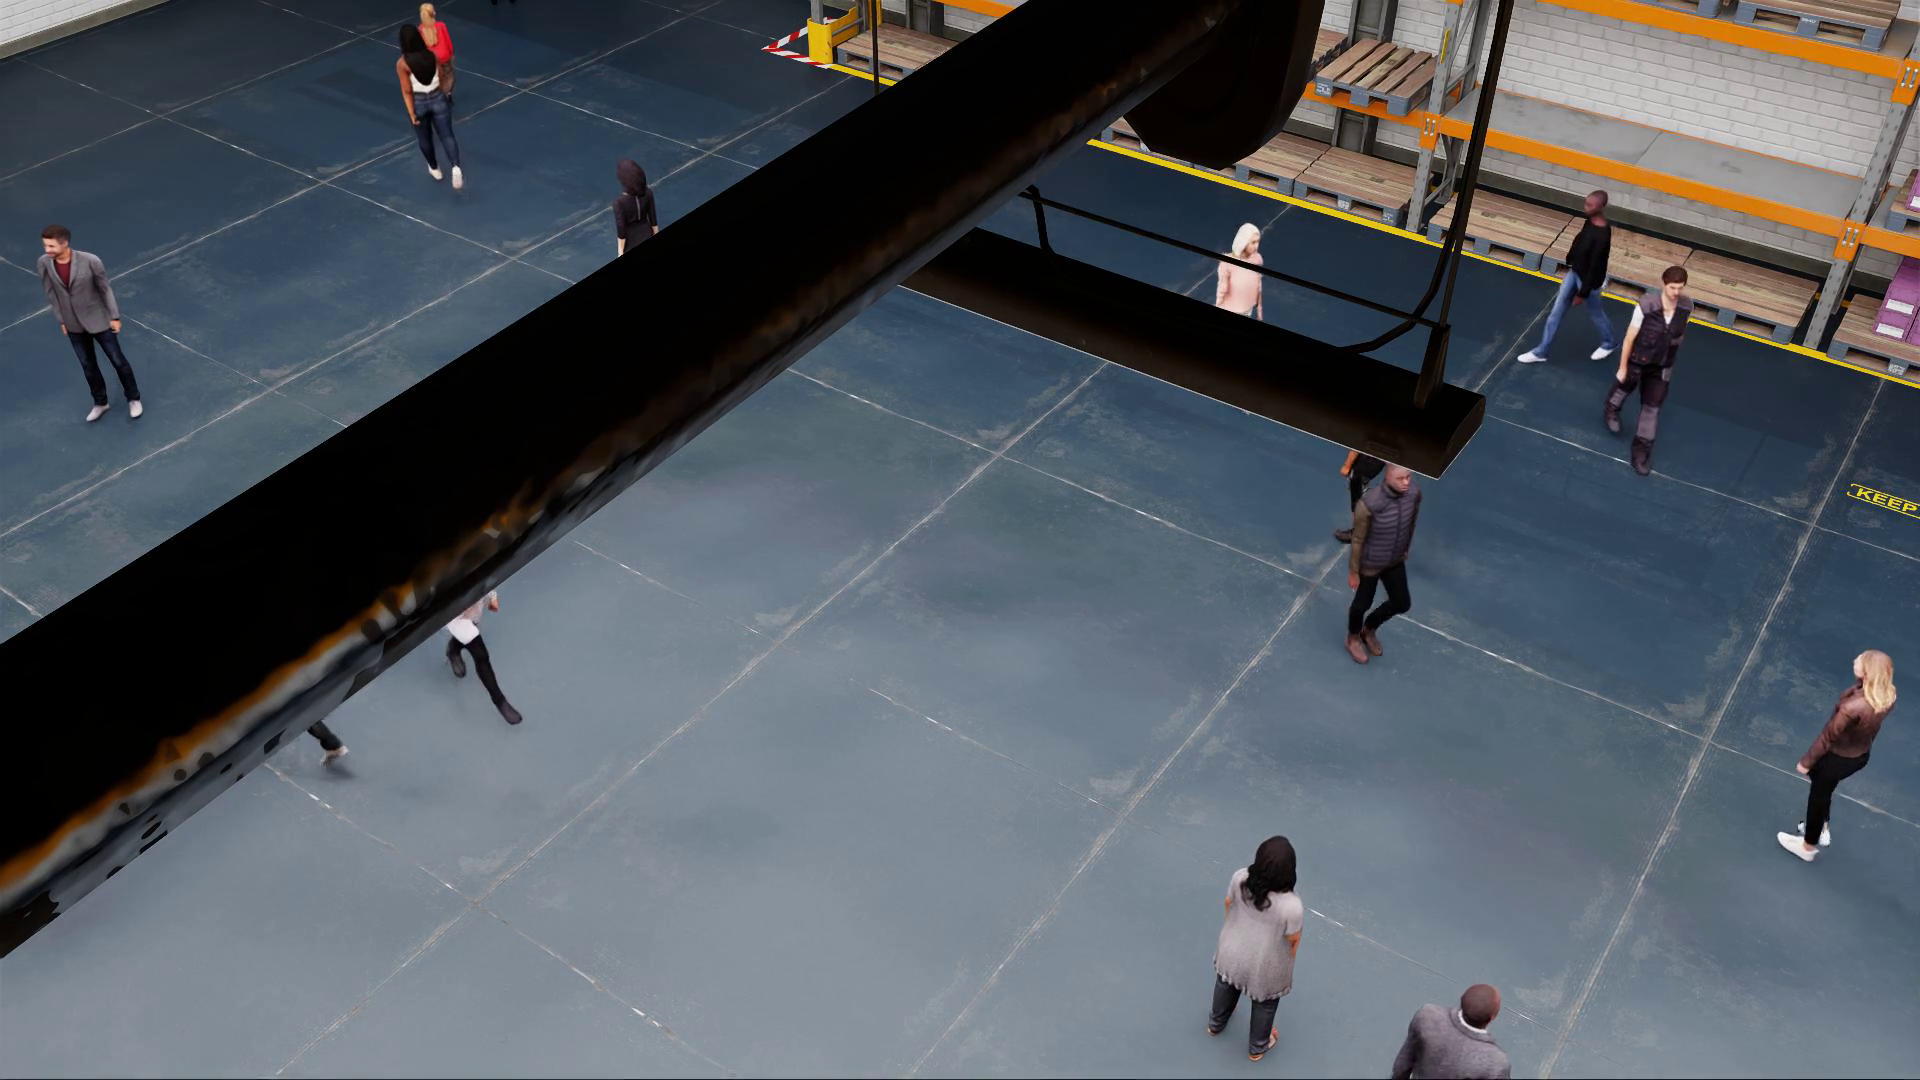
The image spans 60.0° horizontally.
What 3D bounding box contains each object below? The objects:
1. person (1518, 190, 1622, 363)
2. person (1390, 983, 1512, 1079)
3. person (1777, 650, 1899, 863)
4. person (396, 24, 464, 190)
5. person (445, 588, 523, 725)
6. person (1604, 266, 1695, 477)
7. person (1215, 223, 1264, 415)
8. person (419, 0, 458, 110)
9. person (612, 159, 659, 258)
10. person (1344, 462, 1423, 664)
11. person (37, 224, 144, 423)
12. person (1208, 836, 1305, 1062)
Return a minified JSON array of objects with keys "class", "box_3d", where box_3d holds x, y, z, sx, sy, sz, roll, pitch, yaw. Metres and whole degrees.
[{"class":"person","box_3d":[5.710,-2.330,14.982,1.213,1.708,1.147,-6,39,-7]},{"class":"person","box_3d":[2.375,2.905,8.371,0.995,1.778,1.118,-28,46,-30]},{"class":"person","box_3d":[5.536,1.401,10.323,0.698,1.691,0.689,-21,43,-24]},{"class":"person","box_3d":[-5.634,-4.593,17.752,0.950,1.787,1.184,-20,43,-23]},{"class":"person","box_3d":[-3.485,0.416,11.513,0.815,1.747,1.246,-30,48,-32]},{"class":"person","box_3d":[5.721,-1.533,13.918,1.254,1.791,1.142,2,39,3]},{"class":"person","box_3d":[2.386,-2.027,14.612,0.838,1.696,1.062,-22,44,-25]},{"class":"person","box_3d":[-6.098,-5.624,19.457,0.779,1.270,0.800,-1,39,-2]},{"class":"person","box_3d":[-2.944,-2.654,15.311,0.633,1.803,0.562,-30,47,-32]},{"class":"person","box_3d":[2.942,0.089,11.860,0.852,1.824,0.865,-15,41,-18]},{"class":"person","box_3d":[-7.498,-1.889,14.298,0.770,1.872,0.843,-4,39,-5]},{"class":"person","box_3d":[1.655,2.278,9.296,0.601,1.603,0.692,26,45,29]}]
